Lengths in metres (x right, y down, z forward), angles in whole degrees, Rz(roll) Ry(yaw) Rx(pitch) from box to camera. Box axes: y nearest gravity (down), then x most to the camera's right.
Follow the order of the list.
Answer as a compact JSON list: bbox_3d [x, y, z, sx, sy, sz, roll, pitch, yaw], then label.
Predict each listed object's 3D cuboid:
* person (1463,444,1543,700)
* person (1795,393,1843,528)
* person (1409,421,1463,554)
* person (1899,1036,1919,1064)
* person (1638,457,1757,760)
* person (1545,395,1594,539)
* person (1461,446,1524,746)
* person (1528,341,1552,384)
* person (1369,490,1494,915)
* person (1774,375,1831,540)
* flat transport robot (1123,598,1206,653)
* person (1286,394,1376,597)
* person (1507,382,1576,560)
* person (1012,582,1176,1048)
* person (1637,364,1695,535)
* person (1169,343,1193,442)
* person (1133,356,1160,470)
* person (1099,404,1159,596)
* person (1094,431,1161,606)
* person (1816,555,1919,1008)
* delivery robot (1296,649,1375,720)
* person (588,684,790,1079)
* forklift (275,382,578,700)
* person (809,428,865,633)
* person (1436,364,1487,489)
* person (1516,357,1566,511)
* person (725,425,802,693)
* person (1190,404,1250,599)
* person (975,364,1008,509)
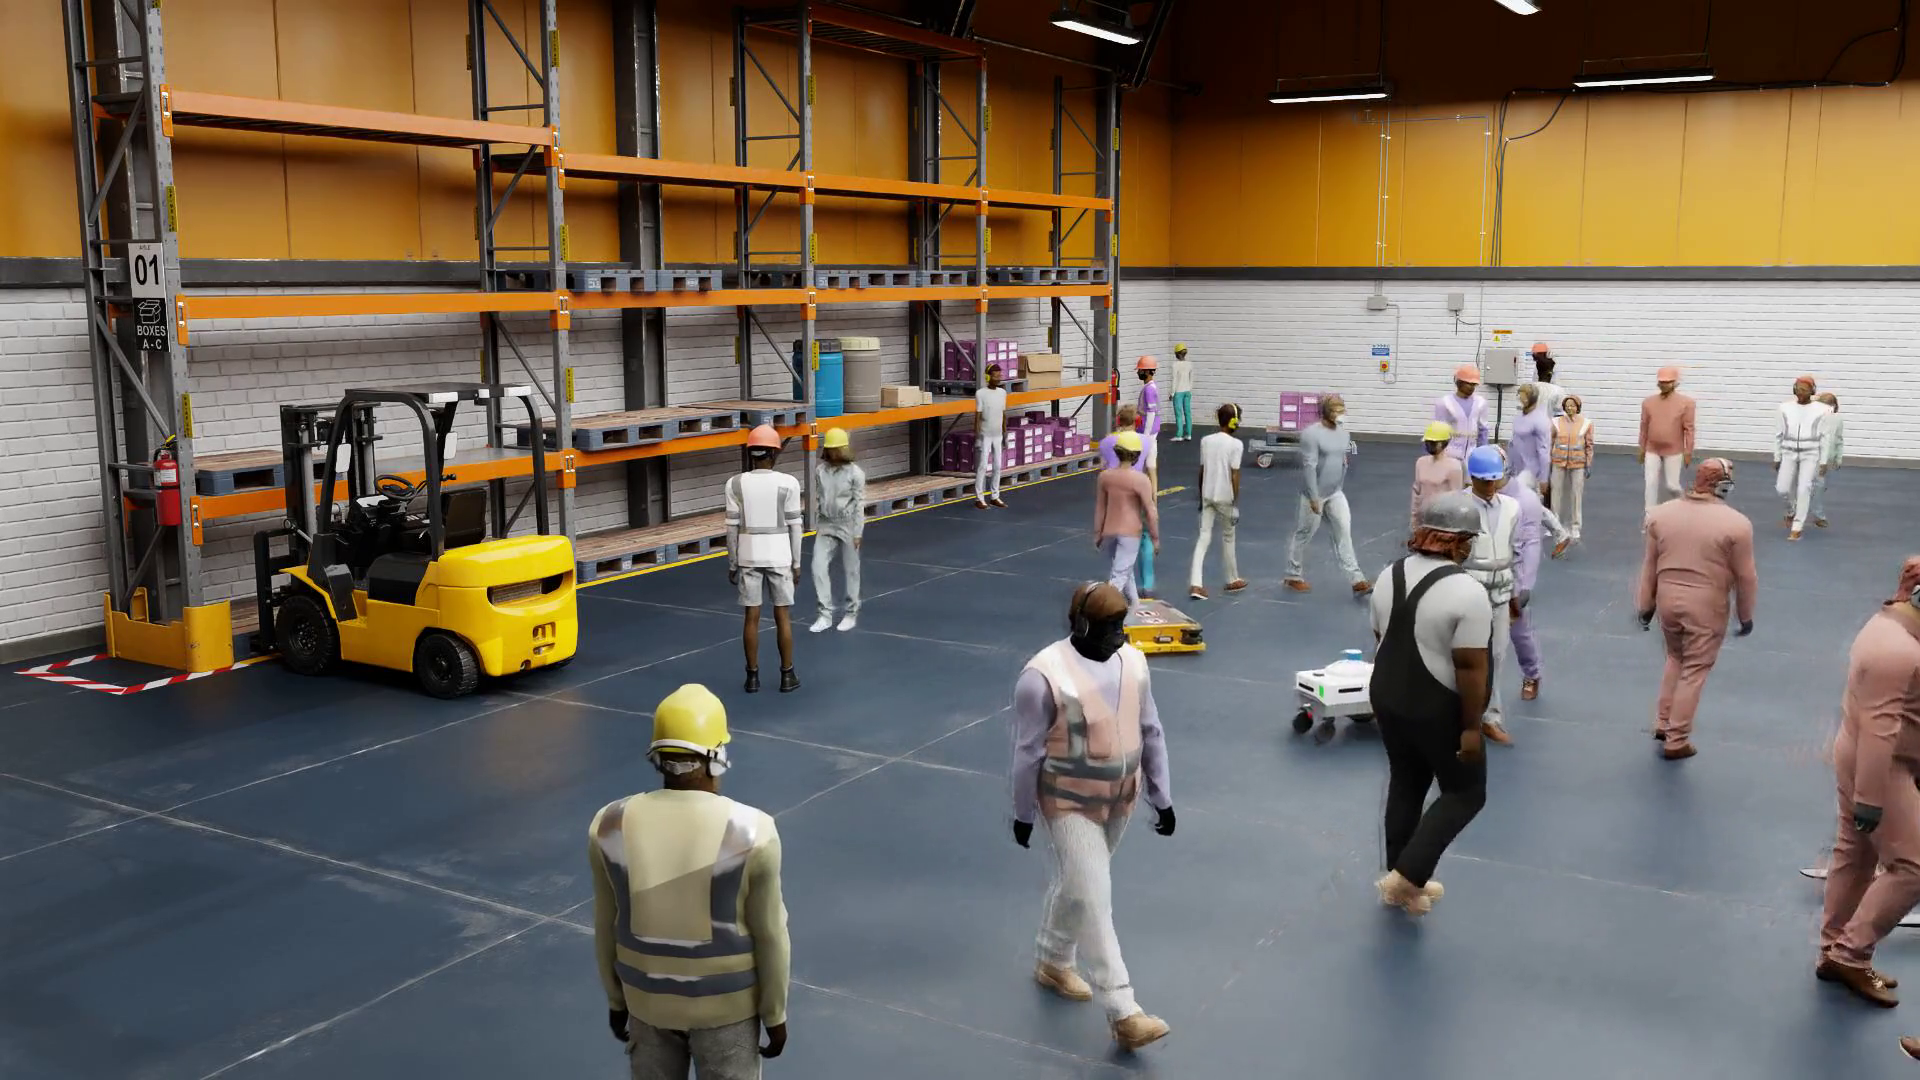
[{"bbox_3d":[3.743,0.250,11.511,0.659,1.863,0.968,8,12,42],"label":"person"},{"bbox_3d":[10.267,-0.973,19.922,0.497,1.611,0.702,-1,9,-8],"label":"person"},{"bbox_3d":[4.227,-0.182,14.560,0.633,1.746,0.529,-5,10,-29],"label":"person"},{"bbox_3d":[3.698,1.290,5.808,0.506,1.598,0.804,-9,13,-43],"label":"person"},{"bbox_3d":[4.596,0.425,10.317,0.617,1.881,0.655,-7,11,-36],"label":"person"},{"bbox_3d":[6.933,-0.838,18.953,0.522,1.640,0.306,4,10,25],"label":"person"},{"bbox_3d":[3.301,0.359,10.587,0.624,1.933,0.414,-2,9,-15],"label":"person"},{"bbox_3d":[9.412,-2.245,26.868,0.555,1.918,0.561,1,9,8],"label":"person"},{"bbox_3d":[2.209,0.758,7.747,0.571,2.000,0.714,-5,10,-28],"label":"person"},{"bbox_3d":[9.539,-0.936,18.862,0.580,1.873,0.485,7,12,39],"label":"person"},{"bbox_3d":[1.490,0.685,13.706,0.652,0.197,1.431,-2,9,-10],"label":"flat transport robot"},{"bbox_3d":[3.433,-0.394,15.410,0.656,1.889,1.004,-6,11,-33],"label":"person"},{"bbox_3d":[5.999,-0.700,17.330,0.968,1.906,0.642,0,9,-2],"label":"person"},{"bbox_3d":[0.582,1.063,6.596,0.647,1.790,0.959,-7,11,-36],"label":"person"},{"bbox_3d":[8.181,-1.047,19.242,0.621,1.979,0.639,8,12,41],"label":"person"},{"bbox_3d":[3.954,-2.645,29.848,0.533,1.765,0.329,-7,11,-37],"label":"person"},{"bbox_3d":[2.438,-1.439,21.782,0.361,1.938,0.546,1,9,6],"label":"person"},{"bbox_3d":[1.590,-0.343,15.317,0.591,1.806,0.779,4,10,23],"label":"person"},{"bbox_3d":[1.369,-0.036,13.713,0.545,1.715,0.925,9,13,44],"label":"person"},{"bbox_3d":[3.816,0.977,6.861,0.452,1.881,0.674,4,10,26],"label":"person"},{"bbox_3d":[2.553,0.958,10.830,0.707,0.478,0.477,-3,10,-20],"label":"delivery robot"},{"bbox_3d":[-0.778,1.326,4.876,0.593,1.825,0.403,2,9,11],"label":"person"},{"bbox_3d":[-3.974,-0.067,12.417,2.313,2.155,1.214,5,11,30],"label":"forklift"},{"bbox_3d":[-1.049,-0.072,13.879,0.513,1.719,0.623,4,10,25],"label":"person"},{"bbox_3d":[5.567,-0.965,18.610,0.613,2.011,0.627,-3,9,-15],"label":"person"},{"bbox_3d":[7.337,-1.331,21.020,0.612,1.962,0.364,7,11,36],"label":"person"},{"bbox_3d":[-1.400,0.141,11.951,0.545,1.927,0.385,0,9,3],"label":"person"},{"bbox_3d":[2.400,-0.357,15.477,0.553,1.819,0.965,8,12,42],"label":"person"},{"bbox_3d":[0.404,-1.327,21.331,0.520,1.860,0.321,-7,11,-36],"label":"person"}]
